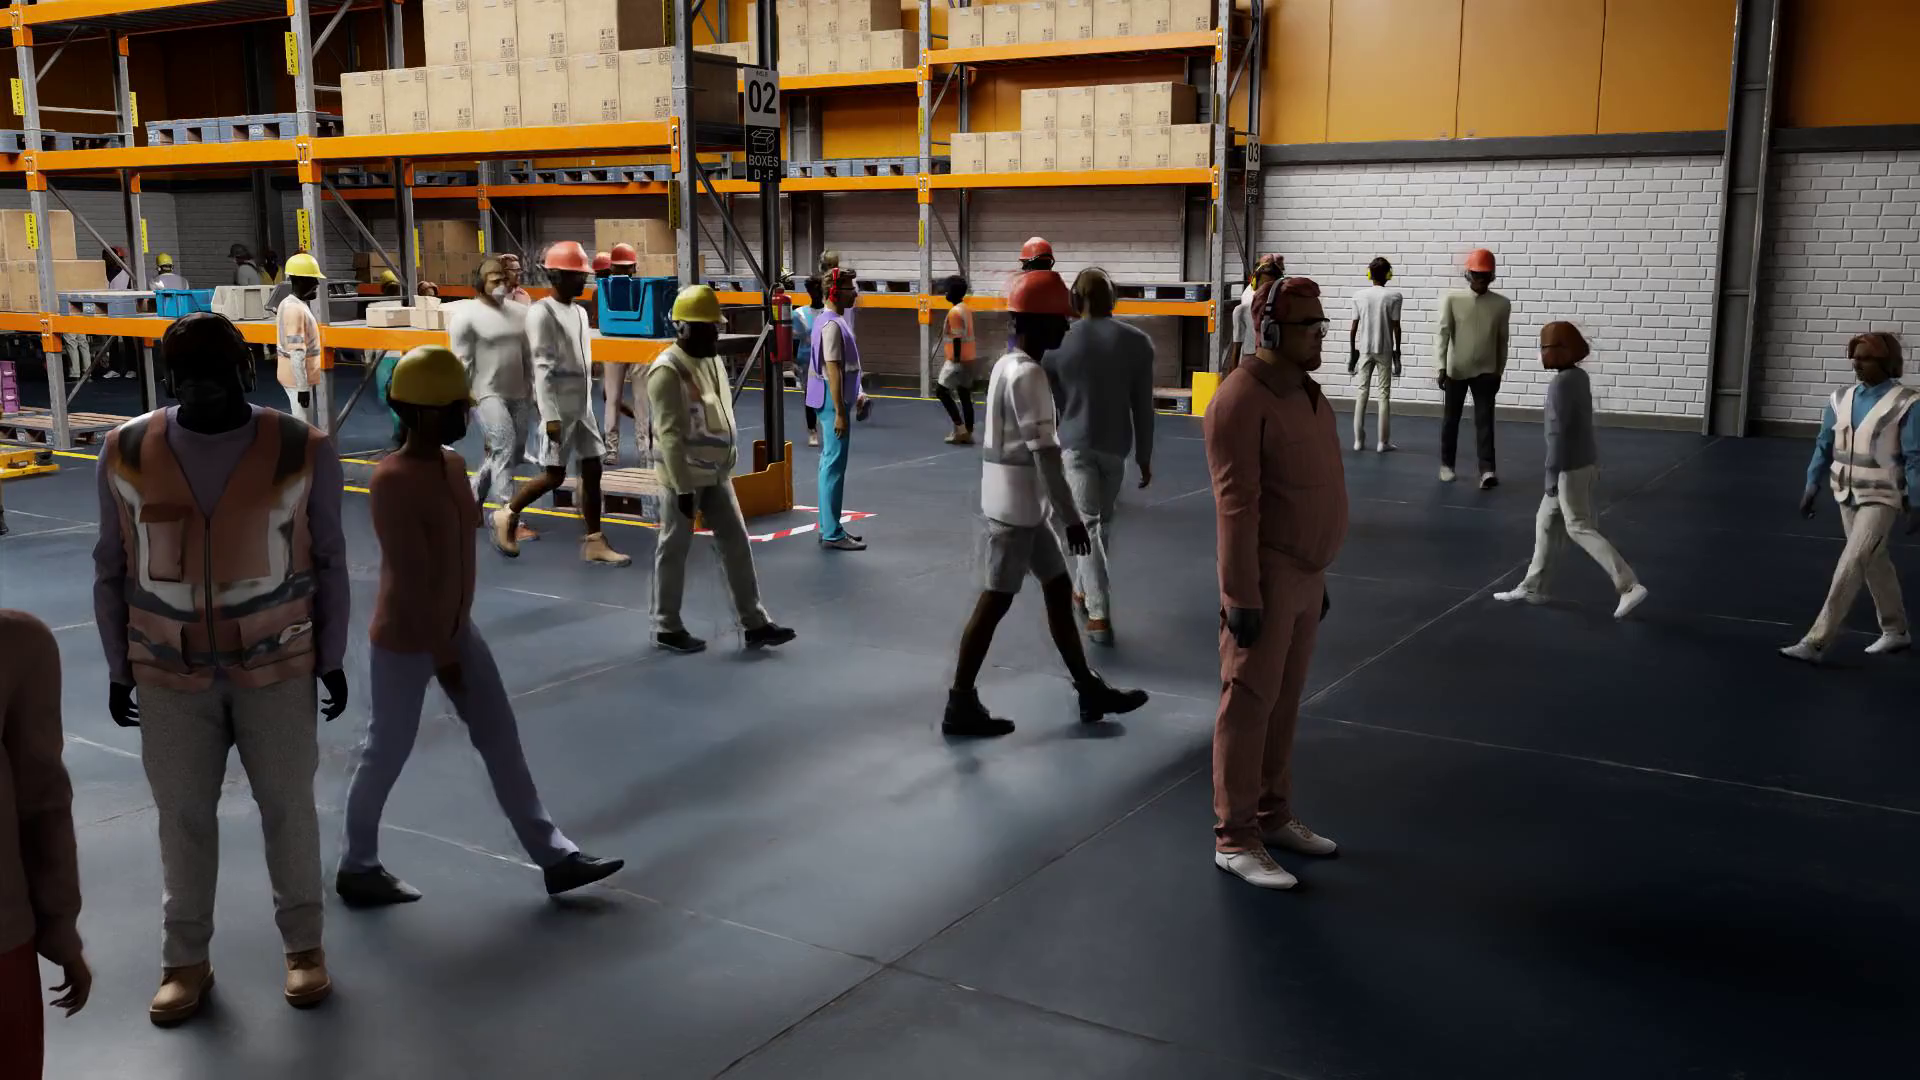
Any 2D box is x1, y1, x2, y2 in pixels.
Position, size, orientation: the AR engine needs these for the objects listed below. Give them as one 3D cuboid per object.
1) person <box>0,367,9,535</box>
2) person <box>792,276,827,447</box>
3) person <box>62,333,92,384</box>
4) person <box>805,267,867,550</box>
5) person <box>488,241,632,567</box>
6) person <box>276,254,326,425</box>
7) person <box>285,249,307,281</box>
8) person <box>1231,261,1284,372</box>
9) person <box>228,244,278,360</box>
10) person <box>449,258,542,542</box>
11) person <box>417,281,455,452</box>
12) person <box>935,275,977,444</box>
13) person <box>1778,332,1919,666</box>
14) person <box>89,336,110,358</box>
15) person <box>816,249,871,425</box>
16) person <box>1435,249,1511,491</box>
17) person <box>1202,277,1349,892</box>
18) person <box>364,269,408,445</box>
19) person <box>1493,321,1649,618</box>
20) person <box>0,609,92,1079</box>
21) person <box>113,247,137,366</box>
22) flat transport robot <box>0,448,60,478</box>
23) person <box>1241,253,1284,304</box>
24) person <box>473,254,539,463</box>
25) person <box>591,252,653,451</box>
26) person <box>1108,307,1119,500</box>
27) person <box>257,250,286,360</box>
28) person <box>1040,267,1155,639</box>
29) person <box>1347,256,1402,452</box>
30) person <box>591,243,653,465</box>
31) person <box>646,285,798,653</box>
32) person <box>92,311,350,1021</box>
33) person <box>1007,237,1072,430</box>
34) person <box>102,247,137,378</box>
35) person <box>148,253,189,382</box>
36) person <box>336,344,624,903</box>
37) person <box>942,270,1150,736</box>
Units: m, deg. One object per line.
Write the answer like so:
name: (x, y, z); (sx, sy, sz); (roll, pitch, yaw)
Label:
person: (-6.803, -0.970, 11.284); (0.542, 1.939, 0.363); (-8, 13, -39)
person: (-1.375, -1.718, 16.156); (0.552, 1.671, 0.624); (-2, 10, -12)
person: (-12.588, -3.130, 23.550); (0.404, 1.830, 0.602); (2, 10, 9)
person: (-0.825, -0.858, 10.925); (0.382, 1.845, 0.571); (-1, 10, -7)
person: (-2.494, -0.827, 10.273); (0.850, 2.023, 0.617); (4, 11, 20)
person: (-5.068, -1.244, 12.871); (0.396, 1.918, 0.588); (-4, 11, -19)
person: (-10.005, -3.493, 25.421); (0.347, 1.882, 0.584); (6, 12, 30)
person: (2.245, -1.123, 12.346); (0.519, 1.865, 0.327); (-3, 11, -19)
person: (-11.978, -4.049, 28.068); (1.004, 2.000, 0.749); (-1, 10, -4)
person: (-3.194, -0.965, 11.356); (0.859, 1.911, 0.632); (7, 12, 32)
person: (-5.051, -1.628, 15.769); (0.307, 1.638, 0.511); (7, 12, 34)
person: (-0.024, -1.768, 16.427); (0.394, 1.686, 0.536); (3, 11, 17)
person: (4.308, -0.196, 7.957); (0.882, 1.585, 0.539); (-3, 11, -17)
person: (-14.947, -3.963, 28.717); (0.278, 1.634, 0.498); (8, 13, 39)
person: (-1.325, -2.182, 18.049); (0.603, 1.925, 0.651); (7, 12, 35)
person: (4.196, -1.393, 13.631); (0.631, 1.939, 1.049); (1, 10, 3)
person: (1.021, 0.129, 5.292); (0.408, 1.909, 0.642); (6, 12, 32)
person: (-5.598, -1.810, 16.499); (0.528, 1.745, 0.759); (-8, 13, -38)
person: (3.371, -0.386, 9.016); (0.804, 1.594, 0.541); (7, 12, 32)
person: (-1.659, 0.680, 2.644); (0.319, 1.763, 0.522); (10, 14, 43)
person: (-13.534, -3.756, 26.801); (0.874, 1.905, 0.581); (9, 14, 42)
flat transport robot: (-8.560, -0.672, 14.260); (1.431, 0.197, 0.652); (3, 11, 16)
person: (2.928, -1.776, 15.885); (0.403, 1.897, 0.652); (-3, 11, -16)
person: (-4.035, -1.601, 14.915); (0.401, 1.902, 0.641); (7, 12, 34)
person: (-3.186, -1.741, 15.659); (0.805, 1.911, 0.573); (3, 11, 17)
person: (1.053, -1.161, 12.892); (0.321, 1.741, 0.489); (-8, 13, -39)
person: (-11.621, -3.966, 28.151); (0.631, 1.845, 0.429); (-6, 12, -31)
person: (0.669, -0.465, 8.654); (0.653, 1.884, 1.043); (-2, 10, -10)
person: (3.995, -1.782, 15.982); (0.527, 1.871, 0.326); (6, 12, 30)
person: (-3.008, -1.669, 15.009); (0.623, 1.989, 0.399); (-3, 11, -14)
person: (-1.174, -0.314, 8.027); (0.817, 1.799, 0.629); (4, 11, 22)
person: (-1.917, 0.329, 4.356); (0.619, 1.845, 0.430); (-3, 11, -16)
person: (0.607, -1.380, 13.269); (0.608, 2.044, 0.370); (-7, 12, -34)
person: (-12.402, -3.340, 24.485); (0.597, 1.914, 0.371); (0, 10, 2)
person: (-11.311, -3.173, 23.788); (0.404, 1.834, 0.592); (7, 13, 35)
person: (-1.521, 0.284, 4.948); (0.892, 1.713, 0.539); (2, 10, 12)
person: (0.359, -0.133, 6.770); (0.958, 1.894, 0.567); (0, 10, 0)
